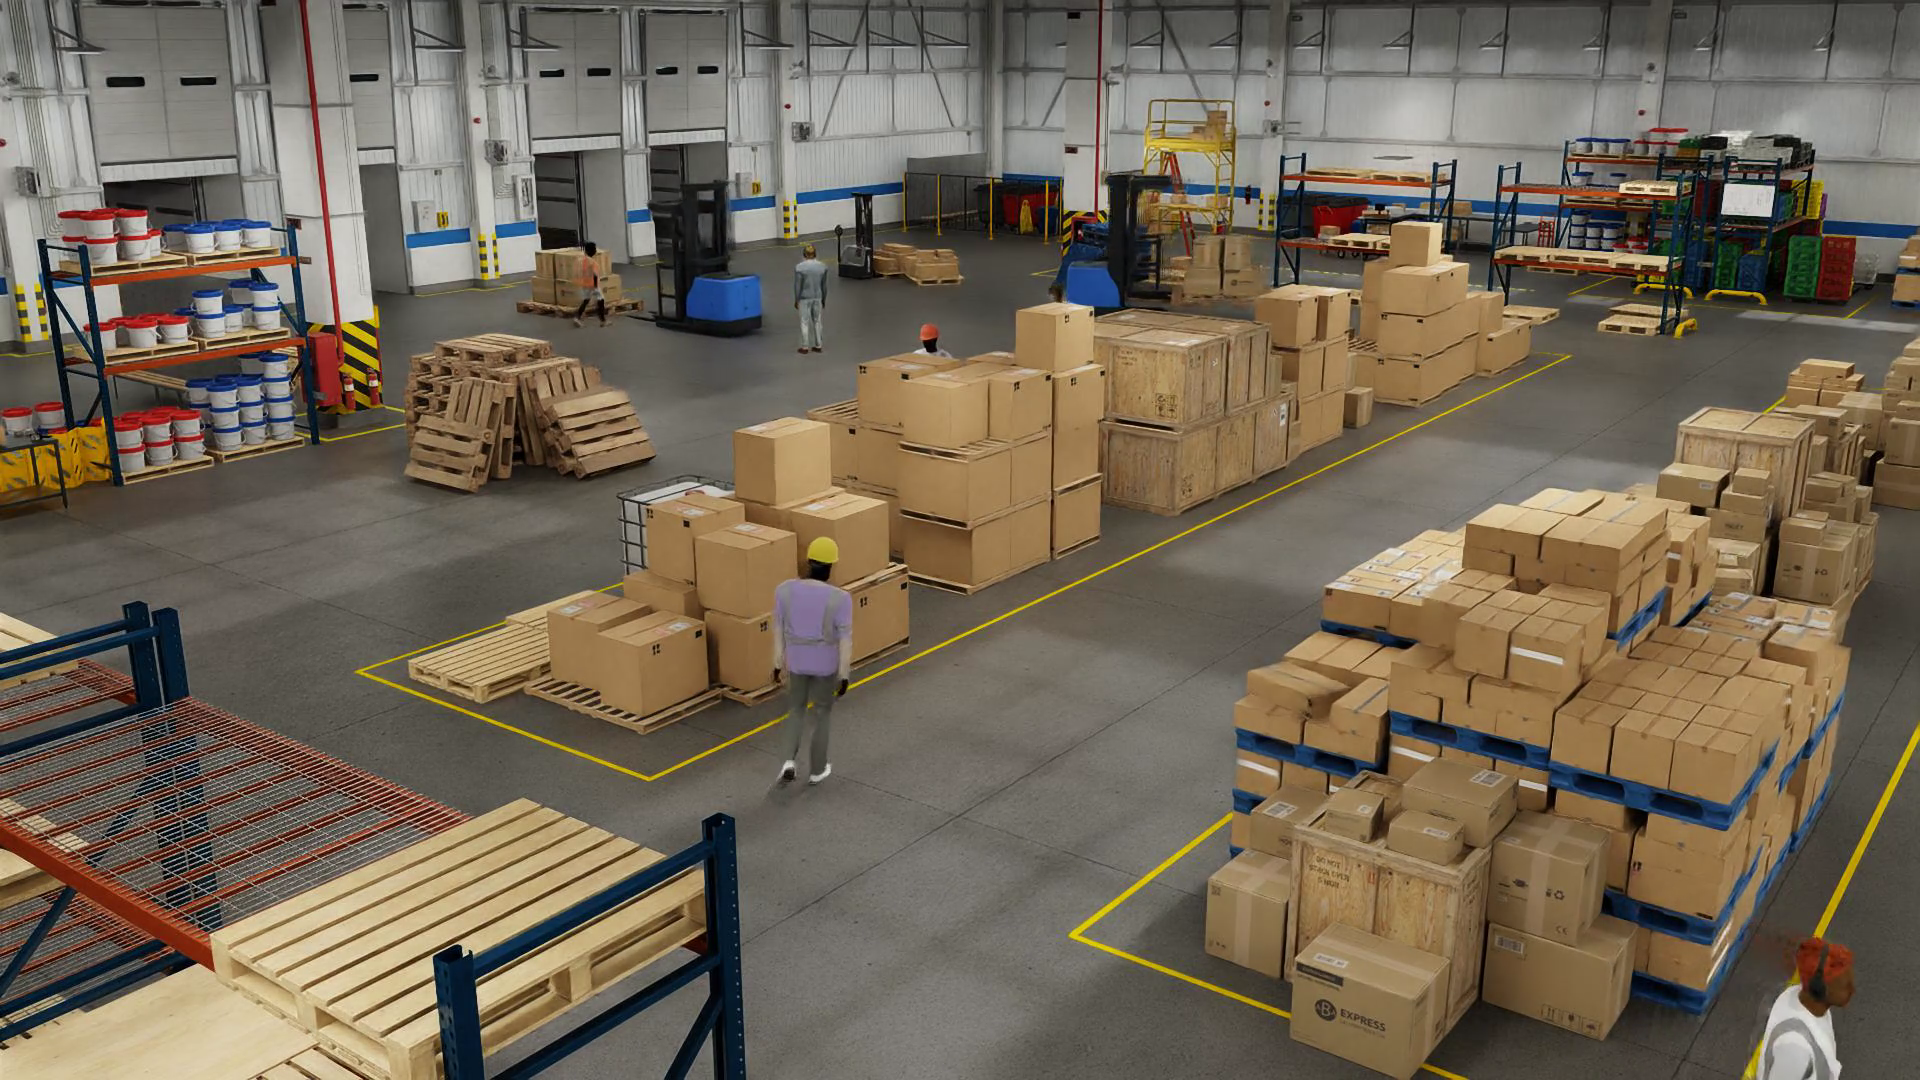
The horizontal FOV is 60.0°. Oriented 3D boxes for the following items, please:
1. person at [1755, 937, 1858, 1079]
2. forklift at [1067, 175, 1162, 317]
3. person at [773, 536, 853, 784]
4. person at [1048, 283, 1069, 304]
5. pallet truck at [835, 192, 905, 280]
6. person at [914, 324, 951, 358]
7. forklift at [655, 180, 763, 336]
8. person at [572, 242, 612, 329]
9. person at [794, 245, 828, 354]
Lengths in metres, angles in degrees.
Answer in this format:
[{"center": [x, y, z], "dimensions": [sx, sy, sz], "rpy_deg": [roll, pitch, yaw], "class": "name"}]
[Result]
[{"center": [3.531, 2.528, 7.183], "dimensions": [0.990, 1.842, 0.583], "rpy_deg": [9, 19, 27], "class": "person"}, {"center": [3.097, -5.808, 33.005], "dimensions": [1.873, 2.768, 1.129], "rpy_deg": [2, 17, 8], "class": "forklift"}, {"center": [-1.098, 0.917, 12.412], "dimensions": [0.617, 1.895, 0.586], "rpy_deg": [4, 17, 14], "class": "person"}, {"center": [1.482, -2.947, 25.228], "dimensions": [0.631, 1.894, 1.020], "rpy_deg": [15, 22, 40], "class": "person"}, {"center": [-1.936, -7.159, 38.982], "dimensions": [1.885, 1.965, 0.823], "rpy_deg": [-12, 21, -34], "class": "pallet truck"}, {"center": [-0.378, -1.828, 21.433], "dimensions": [0.551, 1.935, 0.375], "rpy_deg": [7, 18, 22], "class": "person"}, {"center": [-4.815, -5.419, 31.717], "dimensions": [1.873, 2.768, 1.129], "rpy_deg": [12, 21, 35], "class": "forklift"}, {"center": [-7.167, -4.921, 32.138], "dimensions": [0.530, 1.663, 0.772], "rpy_deg": [14, 21, 38], "class": "person"}, {"center": [-2.648, -4.275, 29.561], "dimensions": [0.641, 1.927, 0.385], "rpy_deg": [-10, 20, -30], "class": "person"}]
